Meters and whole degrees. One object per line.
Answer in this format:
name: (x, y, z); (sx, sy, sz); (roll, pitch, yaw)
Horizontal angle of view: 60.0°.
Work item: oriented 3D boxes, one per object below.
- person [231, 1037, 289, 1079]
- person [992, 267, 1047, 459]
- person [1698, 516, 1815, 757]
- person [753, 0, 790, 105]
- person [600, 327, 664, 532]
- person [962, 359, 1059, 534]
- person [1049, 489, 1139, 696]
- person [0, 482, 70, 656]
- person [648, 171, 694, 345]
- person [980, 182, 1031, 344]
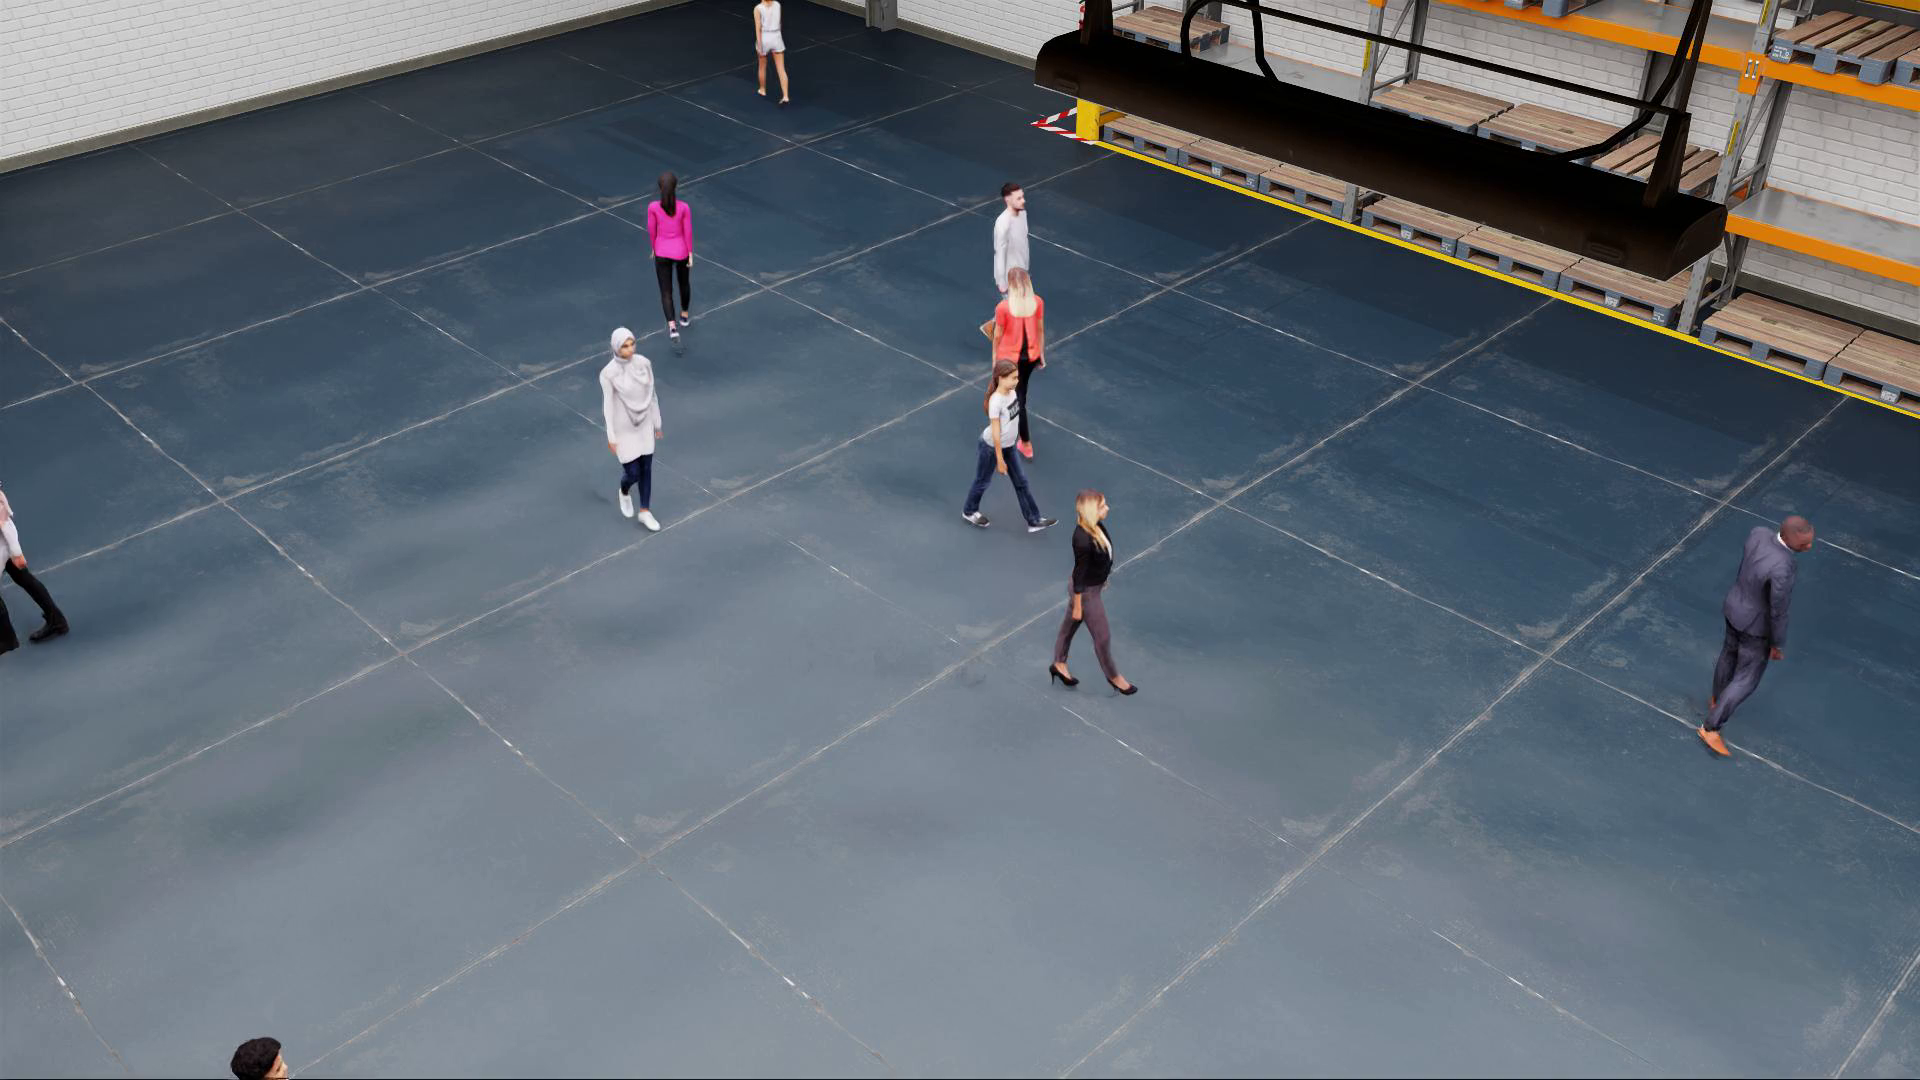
person: (-3.332, 2.906, 8.061); (0.861, 1.244, 0.855); (-4, 34, -6)
person: (0.536, -1.495, 14.328); (0.900, 1.637, 1.217); (-12, 36, -18)
person: (5.305, 0.513, 11.163); (1.020, 1.796, 0.947); (-9, 35, -13)
person: (-2.470, -6.532, 21.965); (0.812, 1.572, 1.113); (-15, 36, -21)
person: (-2.663, -0.909, 13.325); (0.643, 1.770, 0.706); (-24, 41, -32)
person: (0.239, -0.754, 13.323); (1.111, 1.515, 0.754); (18, 38, 25)
person: (0.780, 0.363, 11.520); (0.989, 1.651, 0.891); (5, 34, 7)
person: (-6.808, -0.011, 11.963); (0.773, 1.783, 0.814); (-23, 40, -30)
person: (-2.801, -2.711, 16.131); (0.979, 1.667, 1.146); (-6, 34, -9)
person: (0.427, -2.533, 15.722); (0.900, 1.823, 0.822); (16, 37, 22)
